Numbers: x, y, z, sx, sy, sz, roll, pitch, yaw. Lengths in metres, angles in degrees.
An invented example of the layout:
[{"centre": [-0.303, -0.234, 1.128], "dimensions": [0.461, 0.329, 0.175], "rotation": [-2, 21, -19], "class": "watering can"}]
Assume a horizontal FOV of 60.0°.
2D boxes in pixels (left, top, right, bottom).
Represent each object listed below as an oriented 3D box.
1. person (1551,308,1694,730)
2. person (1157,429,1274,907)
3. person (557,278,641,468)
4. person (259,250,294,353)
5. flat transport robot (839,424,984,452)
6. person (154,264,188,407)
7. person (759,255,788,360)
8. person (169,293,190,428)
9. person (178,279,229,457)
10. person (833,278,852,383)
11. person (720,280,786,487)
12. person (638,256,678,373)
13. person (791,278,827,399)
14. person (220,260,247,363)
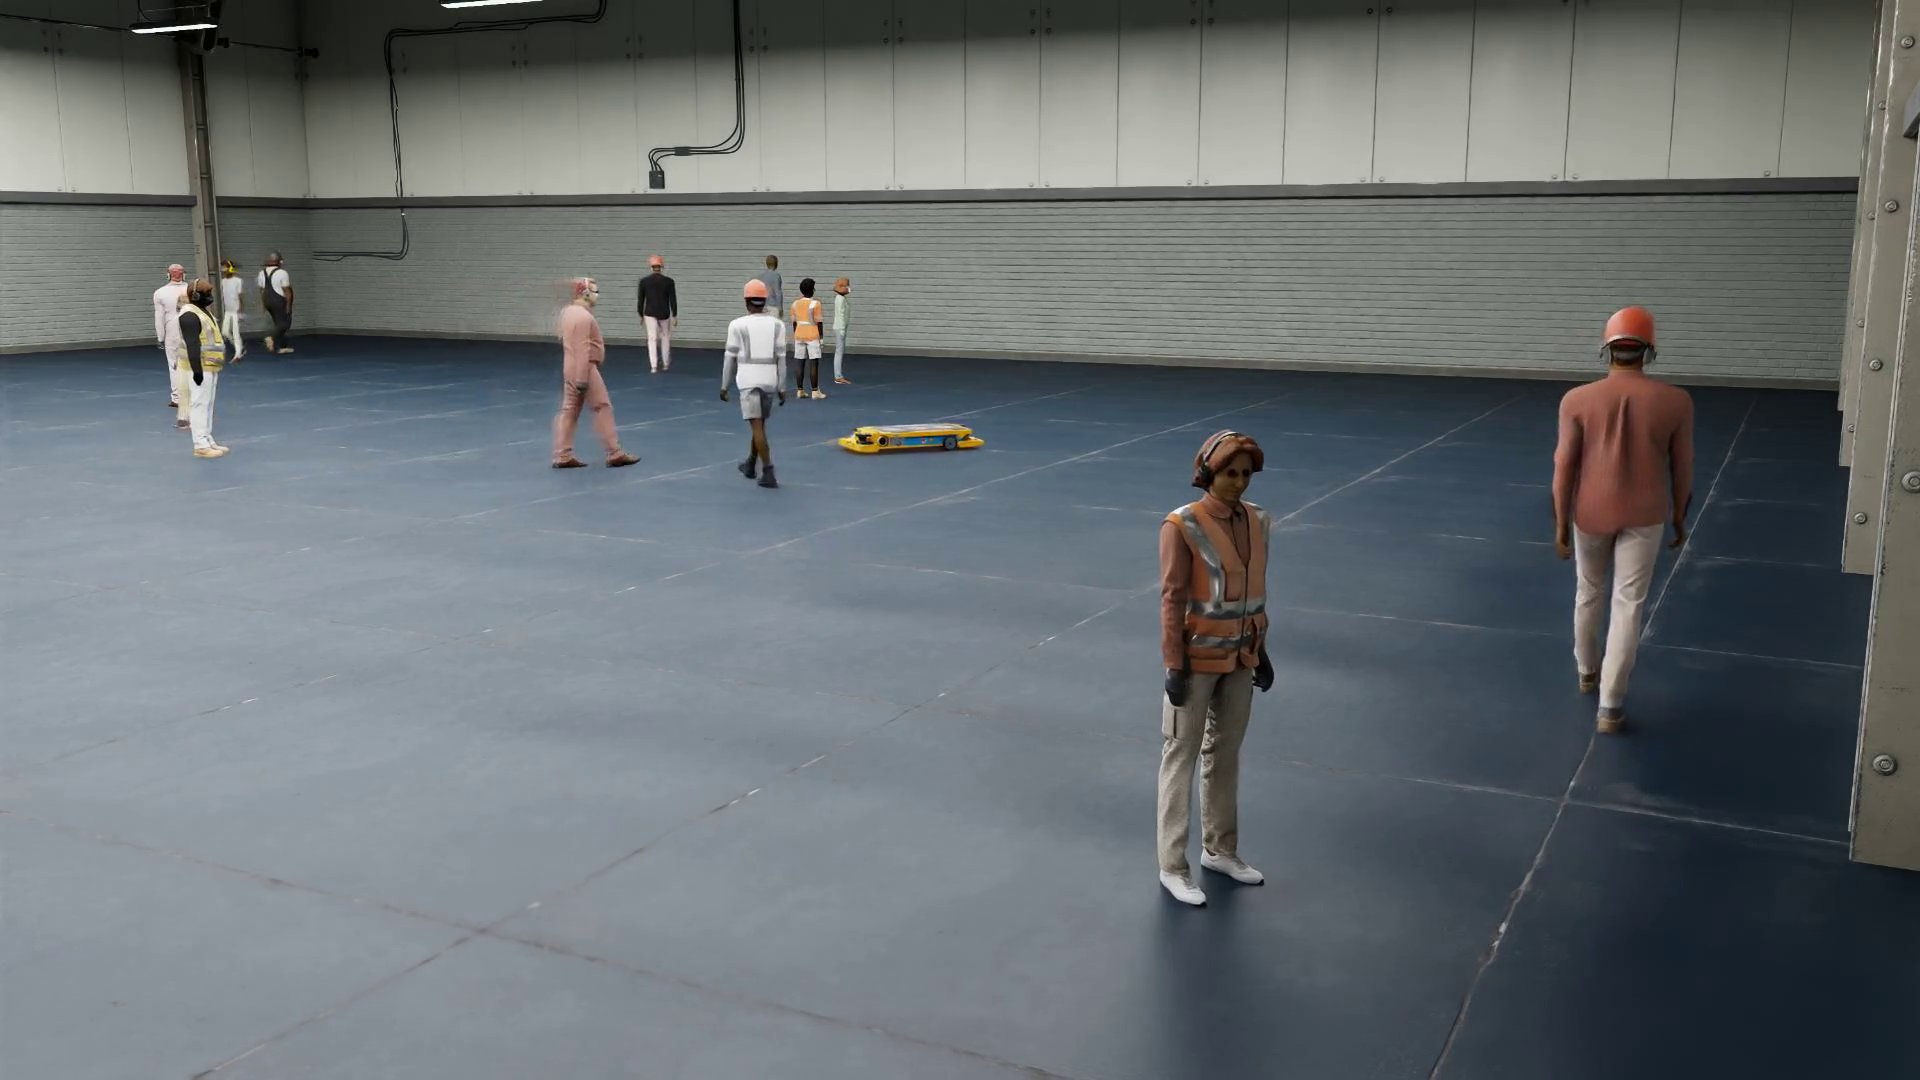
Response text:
[{"centre": [3.177, -0.129, 7.993], "dimensions": [0.612, 1.940, 1.020], "rotation": [5, 11, 25], "class": "person"}, {"centre": [0.888, 0.431, 5.791], "dimensions": [0.513, 1.639, 0.311], "rotation": [-8, 13, -38], "class": "person"}, {"centre": [-3.612, -1.646, 16.464], "dimensions": [0.897, 1.869, 0.657], "rotation": [-6, 12, -29], "class": "person"}, {"centre": [-13.284, -4.627, 32.276], "dimensions": [0.691, 2.000, 0.781], "rotation": [4, 11, 22], "class": "person"}, {"centre": [-0.521, -1.111, 17.928], "dimensions": [1.431, 0.197, 0.652], "rotation": [-4, 11, -23], "class": "flat transport robot"}, {"centre": [-10.463, -2.739, 22.346], "dimensions": [0.642, 1.908, 0.407], "rotation": [-8, 13, -37], "class": "person"}, {"centre": [-3.447, -4.275, 30.632], "dimensions": [0.364, 1.939, 0.636], "rotation": [-8, 13, -37], "class": "person"}, {"centre": [-9.140, -2.112, 19.728], "dimensions": [0.521, 1.600, 0.764], "rotation": [-1, 10, -3], "class": "person"}, {"centre": [-7.875, -1.788, 17.335], "dimensions": [0.429, 1.842, 0.629], "rotation": [-2, 11, -11], "class": "person"}, {"centre": [-1.840, -3.265, 25.957], "dimensions": [0.284, 1.633, 0.501], "rotation": [-1, 10, -5], "class": "person"}, {"centre": [-1.906, -1.459, 15.420], "dimensions": [0.566, 1.883, 0.996], "rotation": [-6, 12, -29], "class": "person"}, {"centre": [-5.100, -3.805, 28.073], "dimensions": [0.659, 1.942, 1.029], "rotation": [-1, 10, -6], "class": "person"}, {"centre": [-2.127, -2.819, 23.357], "dimensions": [0.535, 1.697, 0.318], "rotation": [6, 12, 31], "class": "person"}, {"centre": [-13.108, -4.109, 29.992], "dimensions": [0.509, 1.851, 0.415], "rotation": [5, 11, 24], "class": "person"}]
